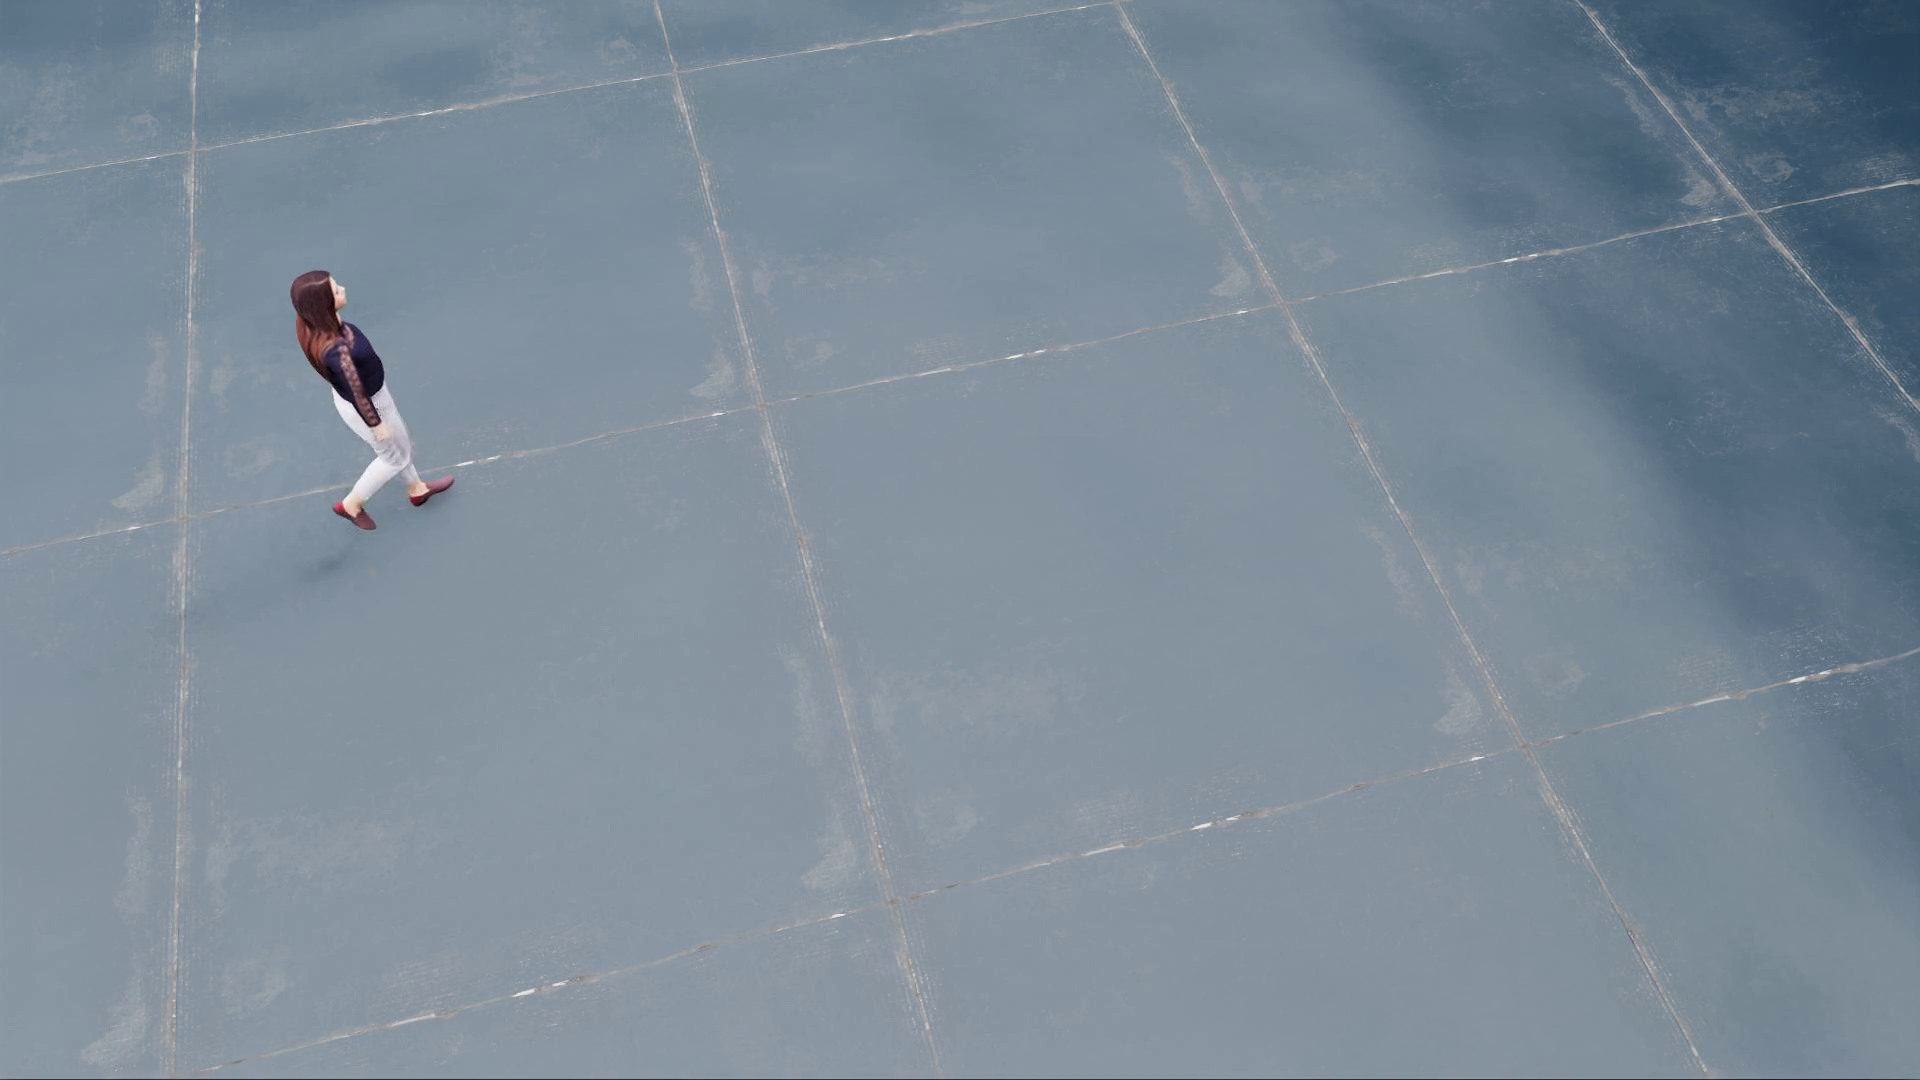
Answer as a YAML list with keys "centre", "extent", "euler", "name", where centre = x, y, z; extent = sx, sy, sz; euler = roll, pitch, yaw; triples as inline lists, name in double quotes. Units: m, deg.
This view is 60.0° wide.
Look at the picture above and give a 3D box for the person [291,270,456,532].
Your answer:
- centre: [-2.861, -0.617, 7.866]
  extent: [0.823, 1.596, 0.861]
  euler: [-28, 57, -20]
  name: "person"
